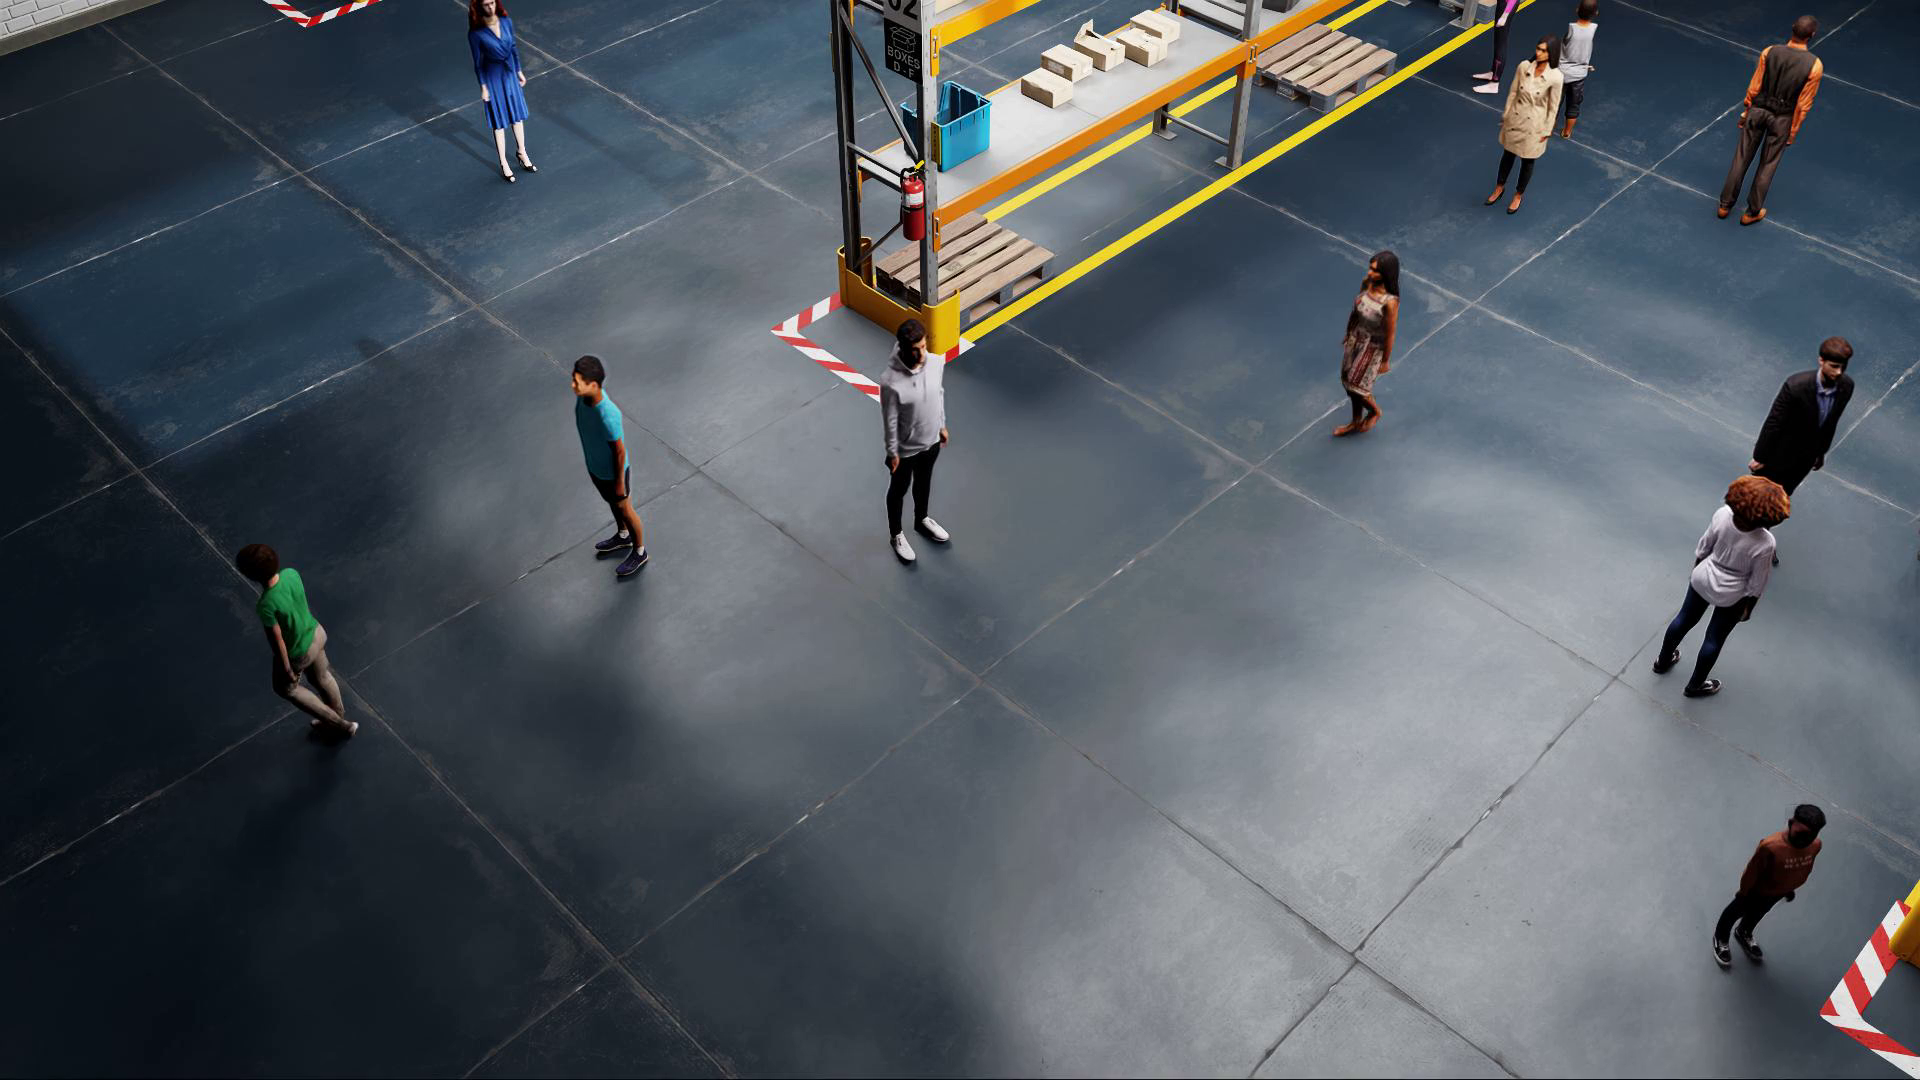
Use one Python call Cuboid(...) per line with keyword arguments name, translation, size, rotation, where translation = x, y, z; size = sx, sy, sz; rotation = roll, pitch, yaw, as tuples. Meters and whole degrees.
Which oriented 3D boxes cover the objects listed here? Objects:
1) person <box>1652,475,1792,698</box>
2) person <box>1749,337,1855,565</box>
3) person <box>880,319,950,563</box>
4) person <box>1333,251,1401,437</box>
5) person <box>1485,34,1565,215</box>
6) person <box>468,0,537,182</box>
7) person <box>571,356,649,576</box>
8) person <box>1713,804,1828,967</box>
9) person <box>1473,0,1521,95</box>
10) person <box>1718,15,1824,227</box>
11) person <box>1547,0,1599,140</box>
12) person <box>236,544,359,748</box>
Cuboid(name="person", translation=(4.797, 0.278, 10.486), size=(0.671, 1.711, 0.700), rotation=(-23, 48, -22))
Cuboid(name="person", translation=(5.639, -0.615, 11.292), size=(0.748, 1.891, 0.849), rotation=(-6, 44, -7))
Cuboid(name="person", translation=(-0.326, -0.714, 11.368), size=(0.531, 1.930, 0.748), rotation=(-32, 52, -29))
Cuboid(name="person", translation=(3.111, -1.452, 12.352), size=(0.808, 1.640, 0.781), rotation=(-15, 46, -15))
Cuboid(name="person", translation=(5.001, -3.665, 14.646), size=(0.525, 1.682, 0.629), rotation=(-33, 53, -30))
Cuboid(name="person", translation=(-4.138, -4.125, 15.023), size=(0.672, 1.827, 0.494), rotation=(33, 53, 30))
Cuboid(name="person", translation=(-2.380, -0.516, 11.274), size=(0.561, 1.773, 0.653), rotation=(-26, 49, -25))
Cuboid(name="person", translation=(4.455, 1.887, 9.162), size=(0.568, 1.207, 0.650), rotation=(-5, 44, -5))
Cuboid(name="person", translation=(5.342, -5.223, 16.230), size=(0.721, 1.752, 0.639), rotation=(11, 45, 11))
Cuboid(name="person", translation=(7.048, -3.652, 14.468), size=(0.705, 1.908, 0.624), rotation=(30, 51, 27))
Cuboid(name="person", translation=(5.774, -4.477, 15.661), size=(0.646, 1.456, 0.685), rotation=(4, 44, 4))
Cuboid(name="person", translation=(-3.946, 0.659, 10.139), size=(0.794, 1.637, 0.735), rotation=(10, 44, 10))
